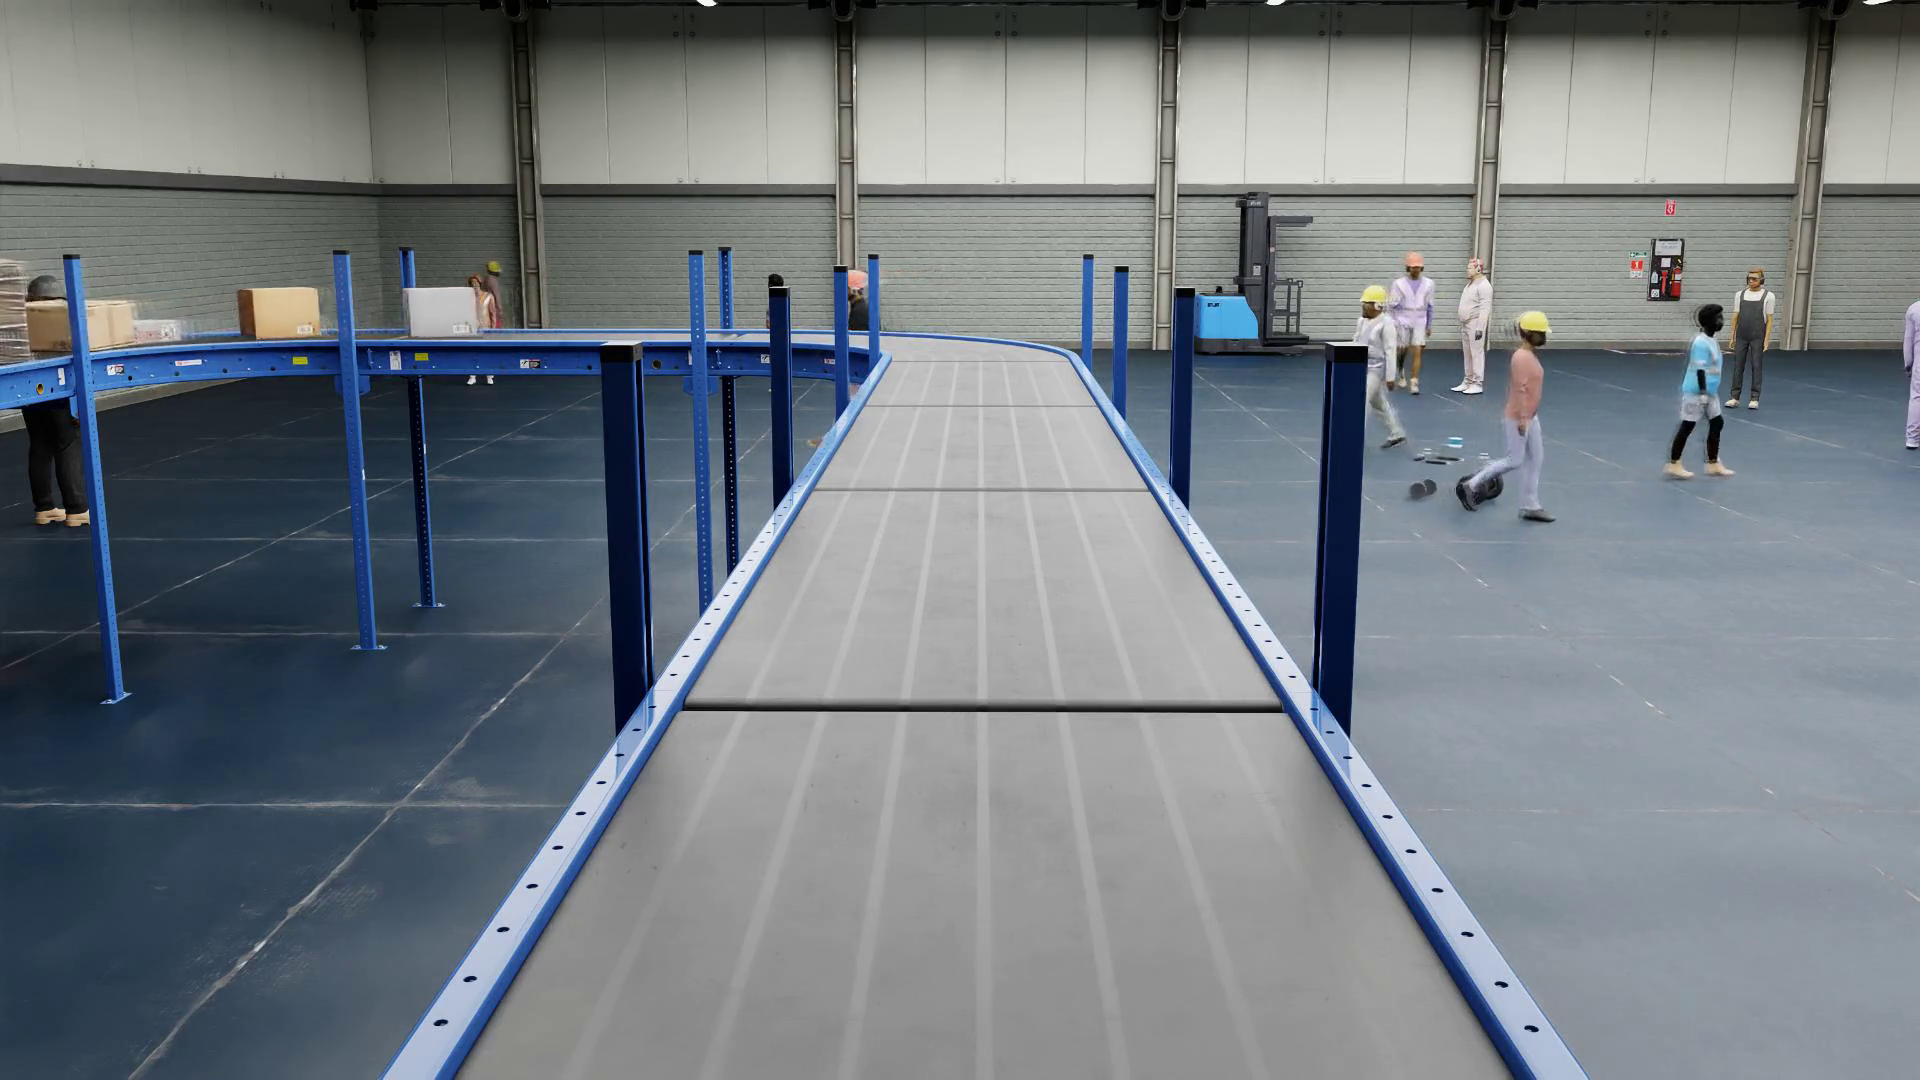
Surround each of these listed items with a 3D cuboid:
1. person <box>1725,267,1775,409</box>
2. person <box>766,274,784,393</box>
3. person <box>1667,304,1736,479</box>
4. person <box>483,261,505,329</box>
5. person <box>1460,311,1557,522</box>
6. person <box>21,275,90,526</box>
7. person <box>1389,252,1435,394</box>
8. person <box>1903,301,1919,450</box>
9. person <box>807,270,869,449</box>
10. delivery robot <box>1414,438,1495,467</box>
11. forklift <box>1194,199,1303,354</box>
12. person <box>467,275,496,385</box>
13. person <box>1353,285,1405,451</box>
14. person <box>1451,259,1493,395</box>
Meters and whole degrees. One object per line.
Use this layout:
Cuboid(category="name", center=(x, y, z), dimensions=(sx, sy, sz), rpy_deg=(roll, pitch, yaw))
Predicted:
Cuboid(category="person", center=(10.392, -2.655, 21.876), dimensions=(0.507, 1.846, 0.344), rpy_deg=(9, 14, 40))
Cuboid(category="person", center=(-2.609, -2.941, 23.724), dimensions=(0.316, 1.695, 0.542), rpy_deg=(0, 11, 2))
Cuboid(category="person", center=(7.154, -1.402, 15.864), dimensions=(0.714, 1.673, 0.547), rpy_deg=(8, 14, 35))
Cuboid(category="person", center=(-8.386, -4.139, 29.847), dimensions=(0.524, 1.714, 0.605), rpy_deg=(-6, 12, -26))
Cuboid(category="person", center=(4.600, -1.032, 13.803), dimensions=(0.697, 1.743, 0.521), rpy_deg=(7, 13, 32))
Cuboid(category="person", center=(-7.401, -1.129, 13.637), dimensions=(0.688, 2.000, 0.536), rpy_deg=(4, 12, 21))
Cuboid(category="person", center=(6.494, -3.141, 23.974), dimensions=(0.621, 2.008, 0.994), rpy_deg=(1, 11, 6))
Cuboid(category="person", center=(10.515, -1.912, 17.914), dimensions=(0.407, 1.902, 0.638), rpy_deg=(-11, 15, -43))
Cuboid(category="person", center=(-1.081, -1.849, 17.500), dimensions=(1.014, 1.942, 0.619), rpy_deg=(-2, 11, -9))
Cuboid(category="delivery robot", center=(4.431, -0.797, 14.849), dimensions=(0.698, 0.223, 0.335), rpy_deg=(8, 14, 35))
Cuboid(category="forklift", center=(5.313, -4.851, 30.603), dimensions=(1.873, 2.768, 1.129), rpy_deg=(0, 11, 1))
Cuboid(category="person", center=(-7.215, -3.148, 24.934), dimensions=(0.524, 1.639, 0.308), rpy_deg=(-1, 11, -8))
Cuboid(category="person", center=(4.403, -1.815, 17.730), dimensions=(0.949, 1.790, 0.582), rpy_deg=(-3, 11, -13))
Cuboid(category="person", center=(7.300, -3.043, 23.709), dimensions=(0.408, 1.908, 0.643), rpy_deg=(-1, 11, -6))
